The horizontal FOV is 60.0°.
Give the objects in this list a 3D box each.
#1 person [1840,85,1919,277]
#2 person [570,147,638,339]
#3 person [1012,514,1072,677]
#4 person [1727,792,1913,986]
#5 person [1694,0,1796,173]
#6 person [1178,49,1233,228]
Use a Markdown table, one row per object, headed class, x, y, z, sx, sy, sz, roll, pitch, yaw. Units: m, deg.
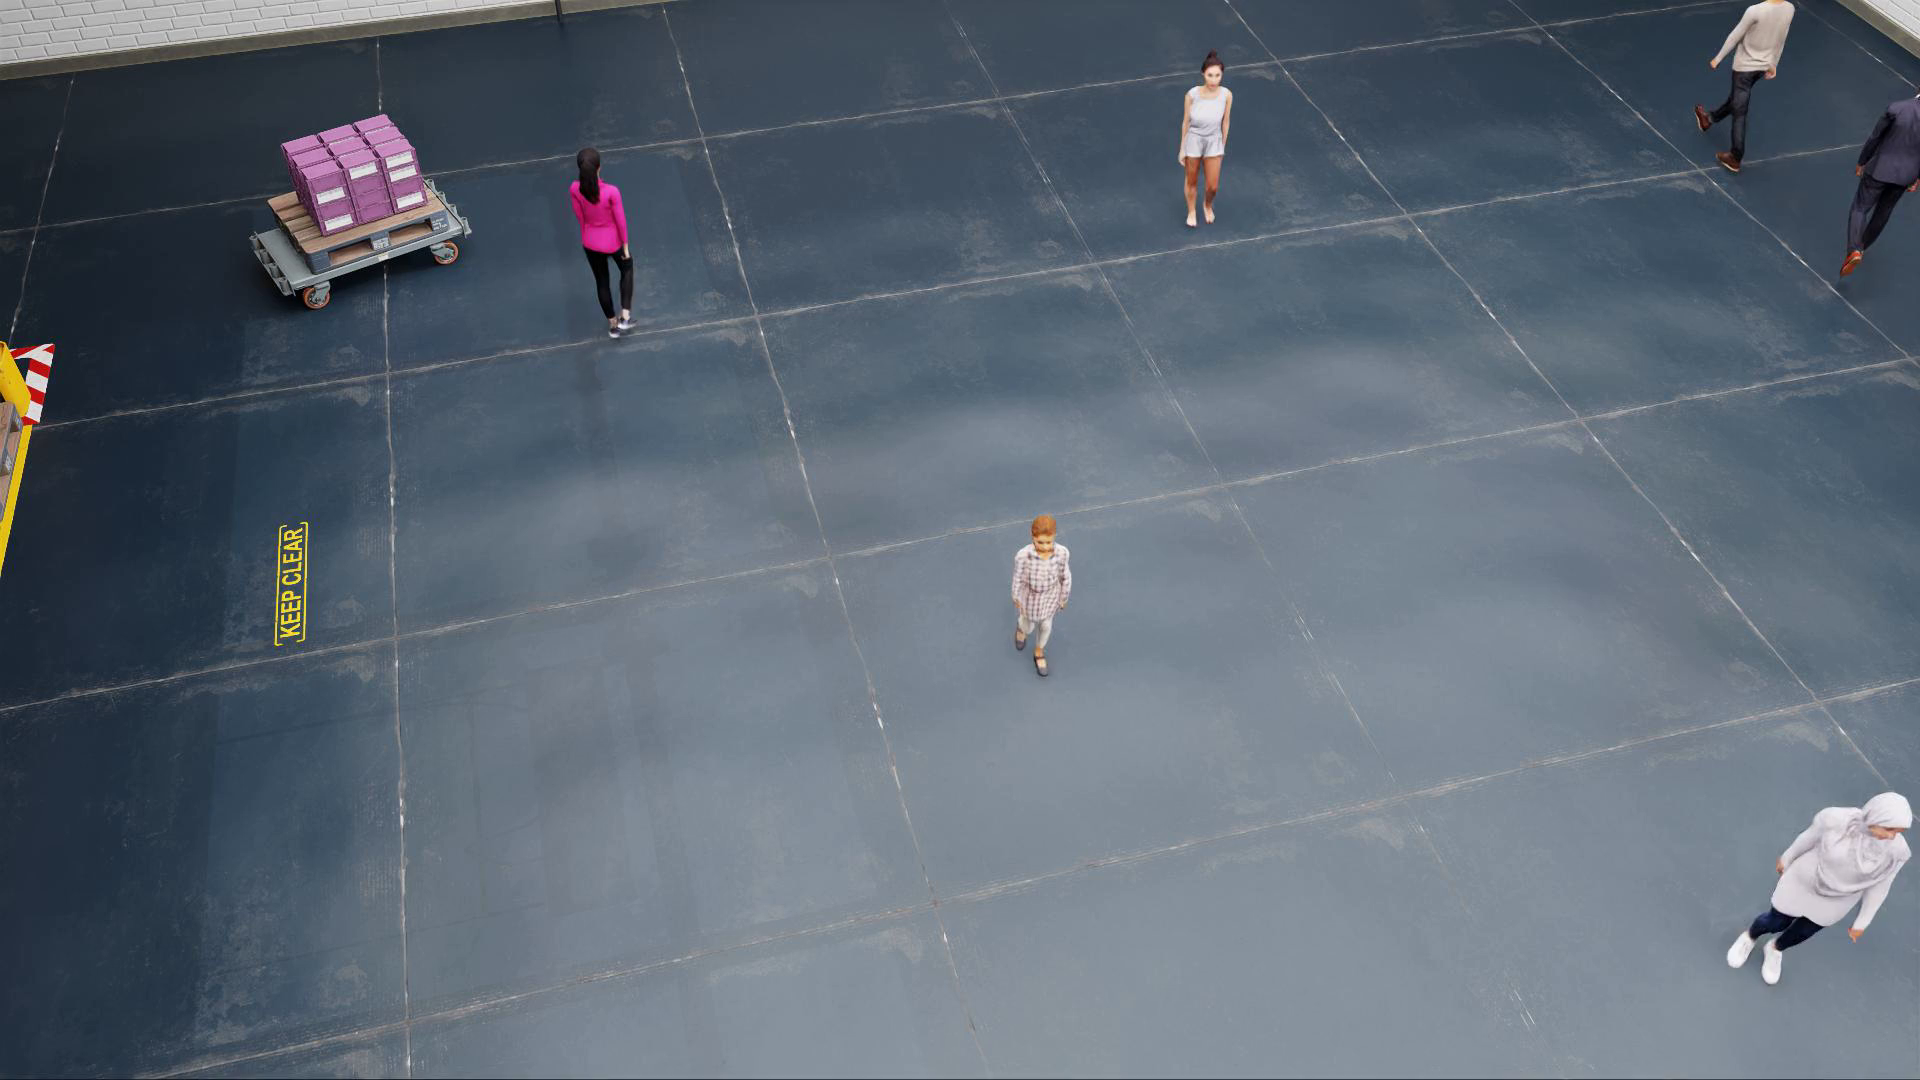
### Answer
| class | x | y | z | sx | sy | sz | roll | pitch | yaw |
| --- | --- | --- | --- | --- | --- | --- | --- | --- | --- |
| person | 7.739 | -3.019 | 13.815 | 1.028 | 1.807 | 1.148 | 14 | 45 | 15 |
| person | -2.837 | -2.293 | 13.138 | 0.662 | 1.689 | 0.693 | 3 | 44 | 4 |
| person | 0.508 | 0.289 | 10.708 | 0.564 | 1.303 | 0.661 | -4 | 44 | -4 |
| person | 4.554 | 1.793 | 8.809 | 0.771 | 1.745 | 0.833 | 34 | 53 | 30 |
| person | 7.197 | -4.217 | 15.062 | 0.674 | 1.822 | 1.138 | -12 | 45 | -12 |
| person | 2.103 | -3.490 | 14.458 | 0.646 | 1.602 | 0.661 | 3 | 44 | 3 |
